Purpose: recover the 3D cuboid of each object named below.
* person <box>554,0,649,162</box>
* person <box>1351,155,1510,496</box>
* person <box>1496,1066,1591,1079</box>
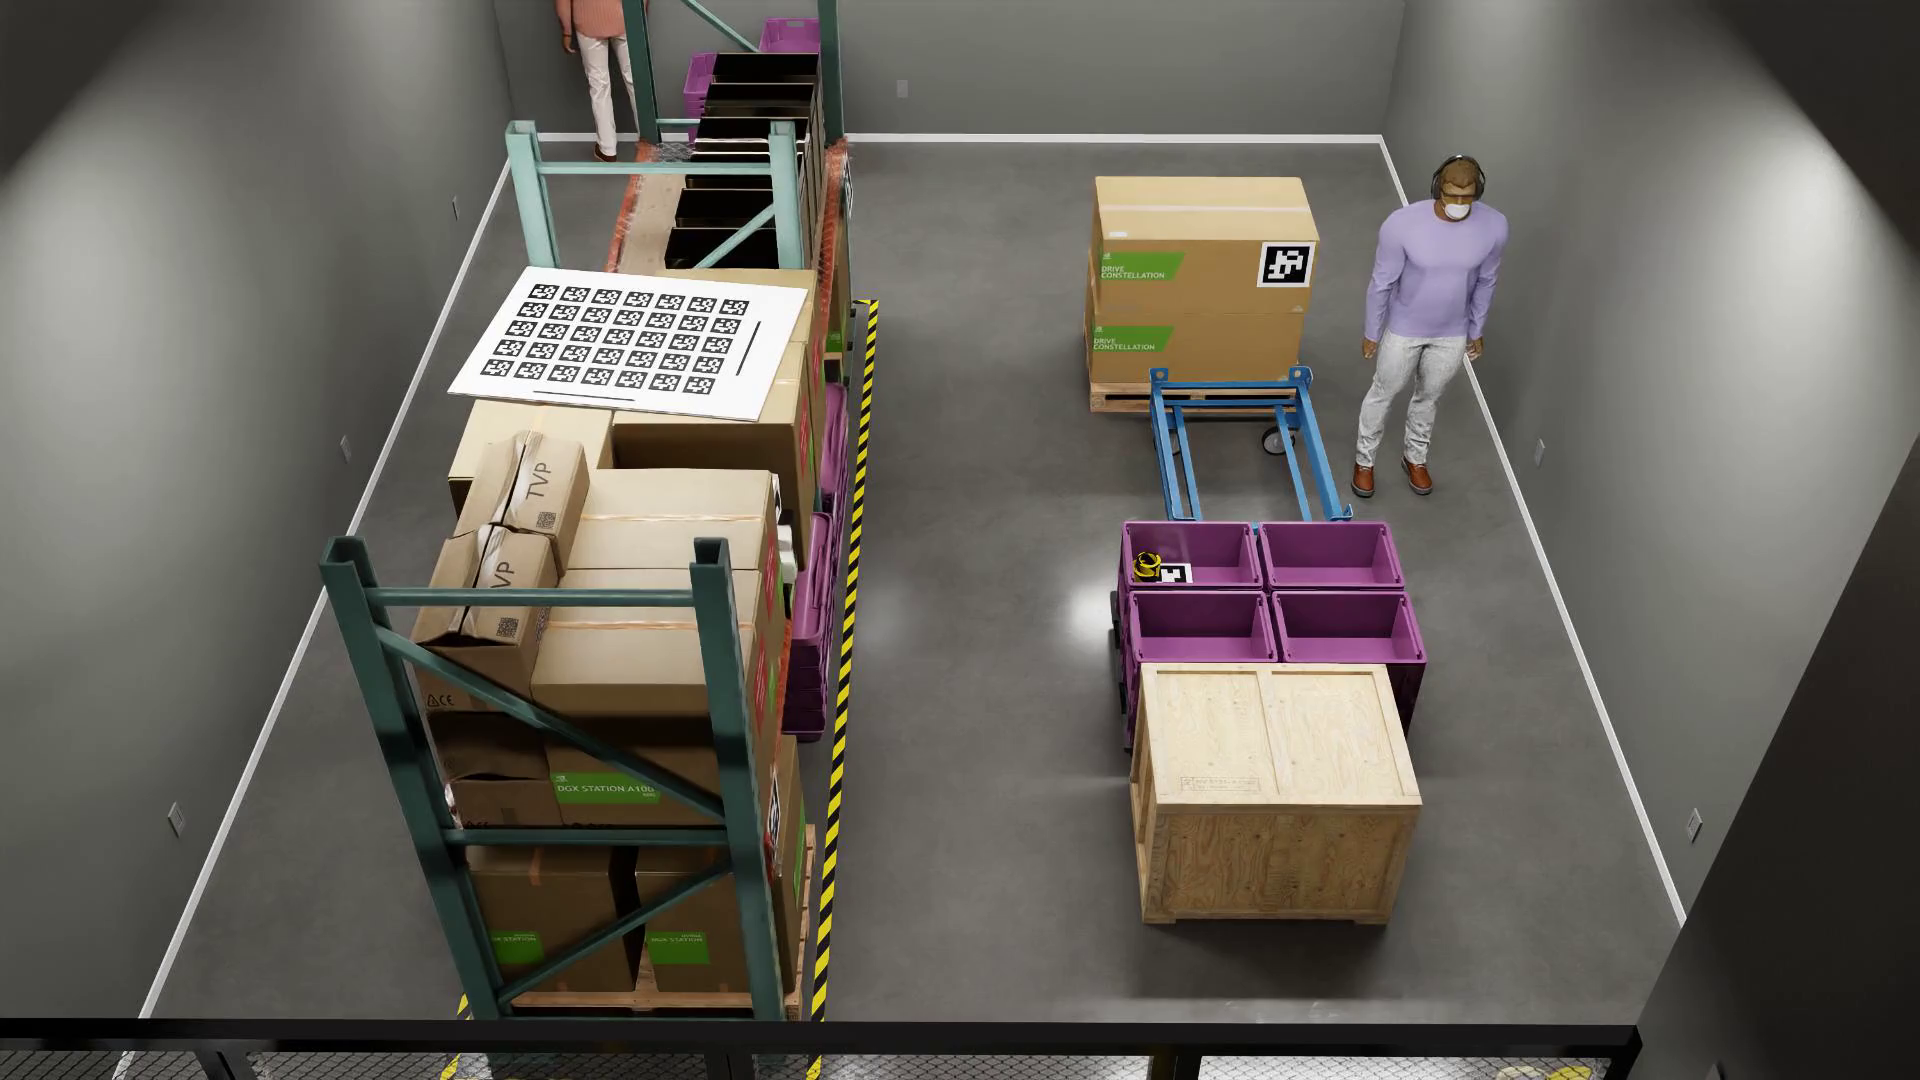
[{"bbox_3d":[-2.351,-3.426,10.978,0.613,1.995,0.391,-14,43,-16],"label":"person"},{"bbox_3d":[2.323,-1.055,8.316,0.636,1.938,0.354,-1,41,-2],"label":"person"},{"bbox_3d":[1.613,2.070,4.832,0.404,1.830,0.603,5,41,6],"label":"person"}]
